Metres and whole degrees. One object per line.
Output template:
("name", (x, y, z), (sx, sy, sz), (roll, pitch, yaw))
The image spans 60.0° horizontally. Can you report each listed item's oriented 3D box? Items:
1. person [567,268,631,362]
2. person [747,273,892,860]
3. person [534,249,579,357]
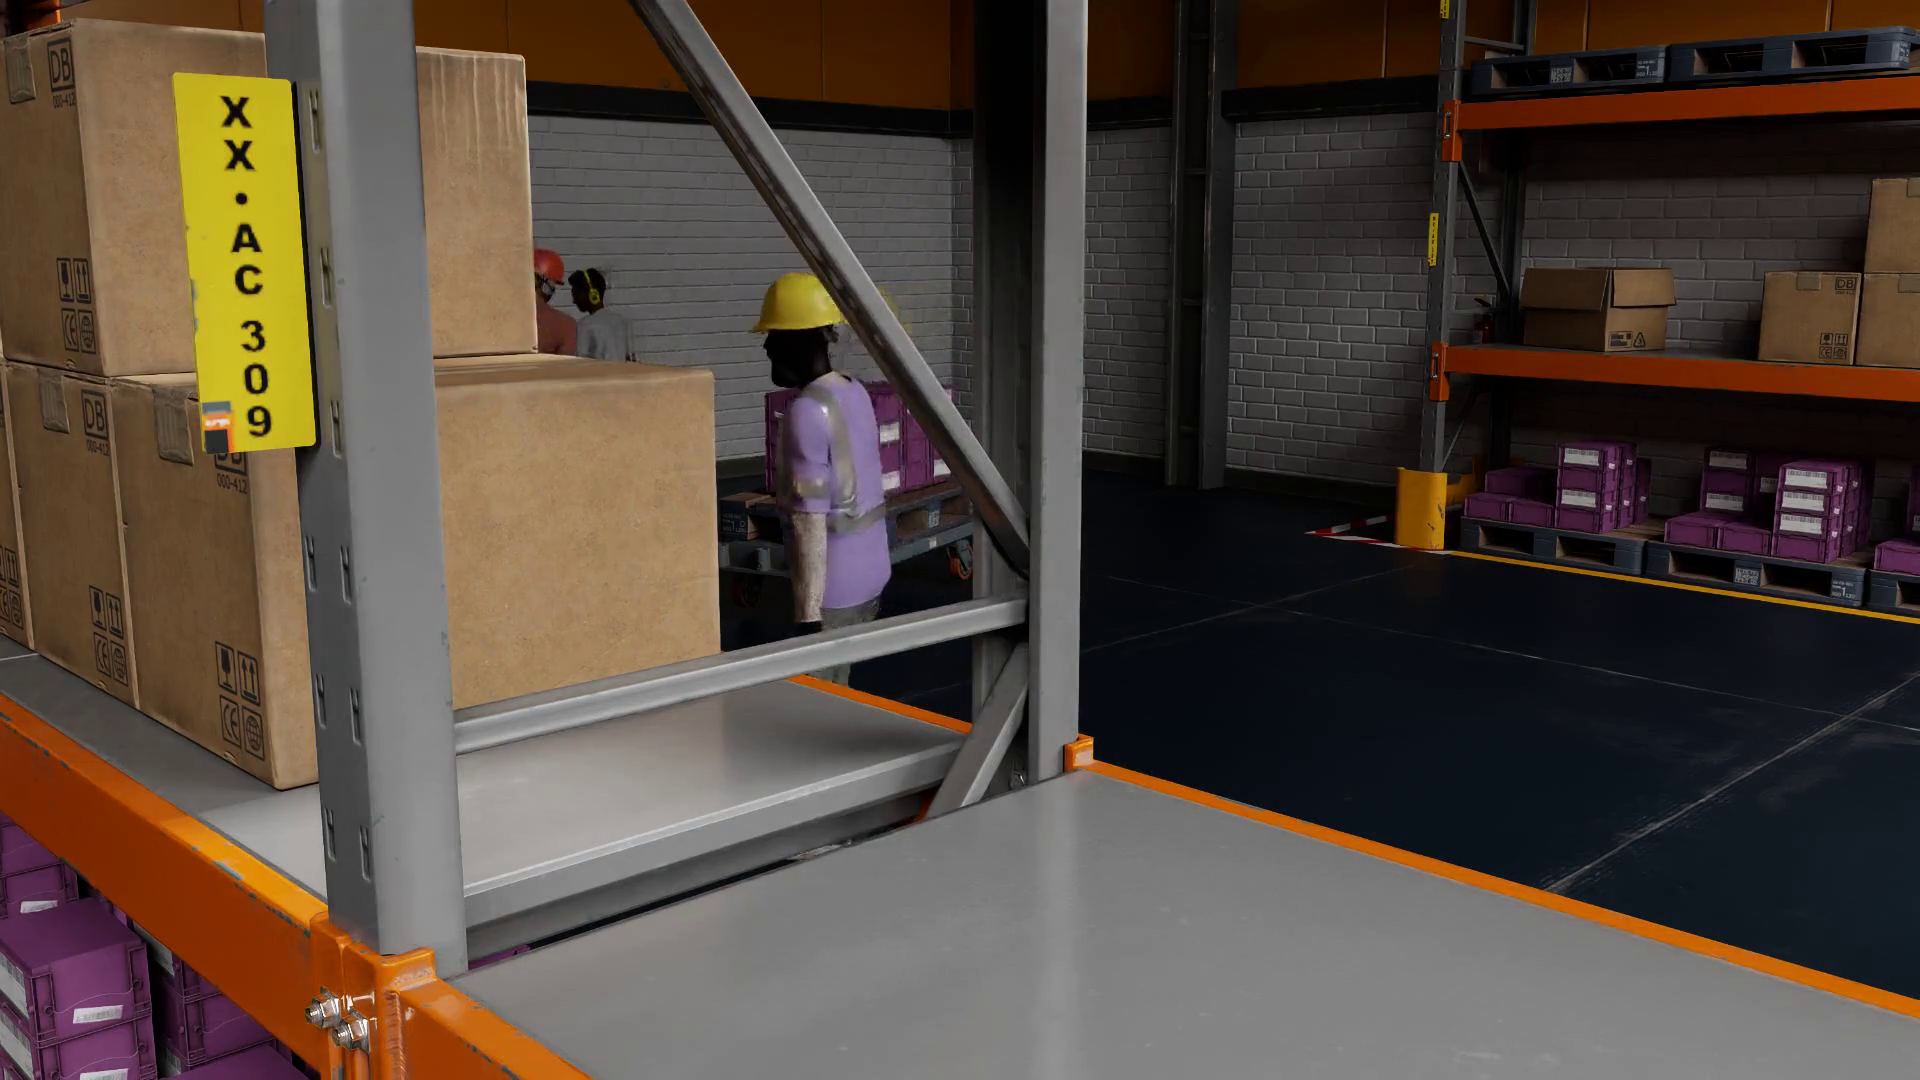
("person", (-2.376, -0.894, 11.095), (0.983, 1.799, 0.500), (4, 11, 19))
("person", (-0.366, 0.123, 5.223), (0.583, 1.908, 0.596), (2, 11, 13))
("person", (-2.583, -0.750, 9.899), (0.648, 1.943, 0.842), (0, 10, 2))
